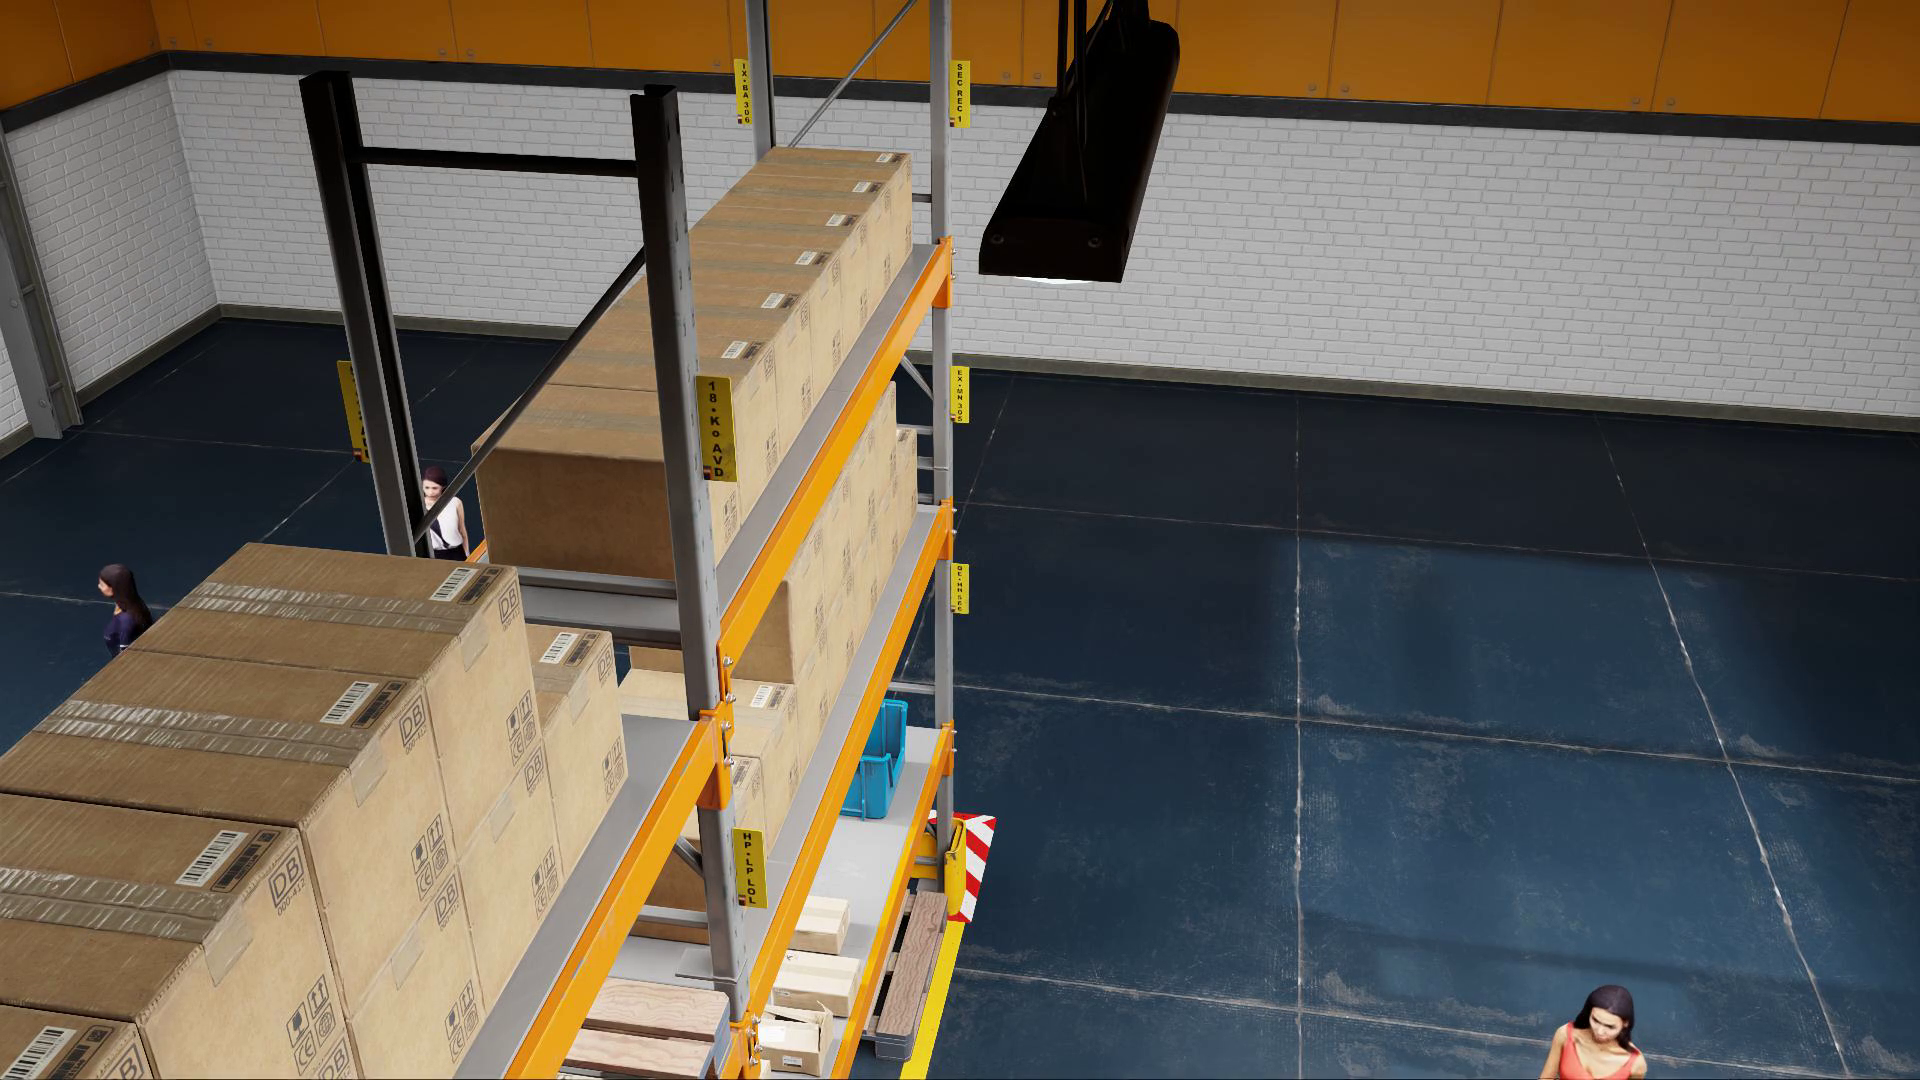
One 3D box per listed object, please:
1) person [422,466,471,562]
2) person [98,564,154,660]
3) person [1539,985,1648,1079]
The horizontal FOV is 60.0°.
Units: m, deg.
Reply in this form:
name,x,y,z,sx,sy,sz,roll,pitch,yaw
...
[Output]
name,x,y,z,sx,sy,sz,roll,pitch,yaw
person,-3.908,0.178,12.623,0.639,1.650,0.675,-13,31,-23
person,-5.342,0.964,11.101,0.971,1.729,1.116,-8,30,-15
person,2.908,2.763,7.815,0.656,1.717,0.641,16,32,27
